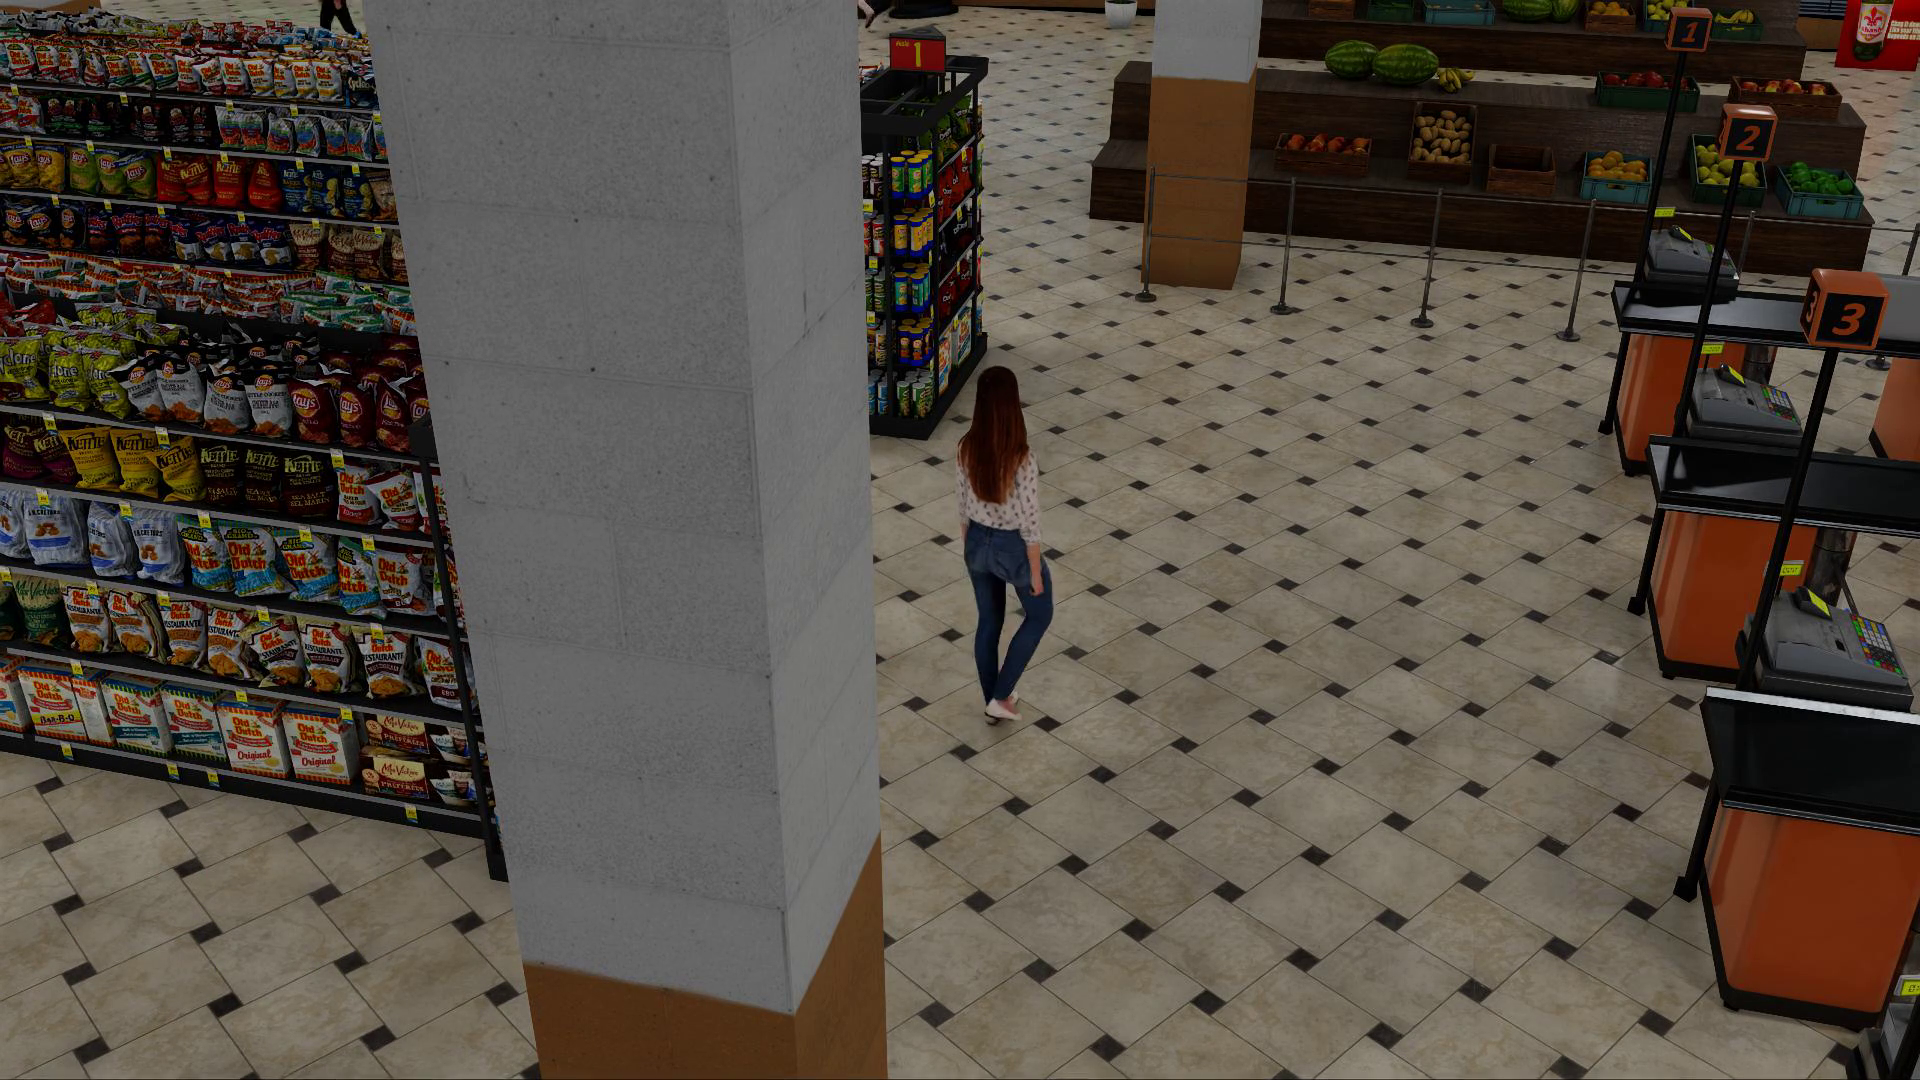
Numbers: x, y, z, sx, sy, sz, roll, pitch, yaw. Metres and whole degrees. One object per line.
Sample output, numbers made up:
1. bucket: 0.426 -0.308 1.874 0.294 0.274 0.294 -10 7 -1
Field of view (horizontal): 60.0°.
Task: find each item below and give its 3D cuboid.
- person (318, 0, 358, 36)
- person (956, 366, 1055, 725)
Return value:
1. person: -6.833 -6.013 18.381 1.046 1.672 0.926 -9 30 -16
2. person: 0.144 0.094 7.145 0.659 1.721 0.750 18 33 29
